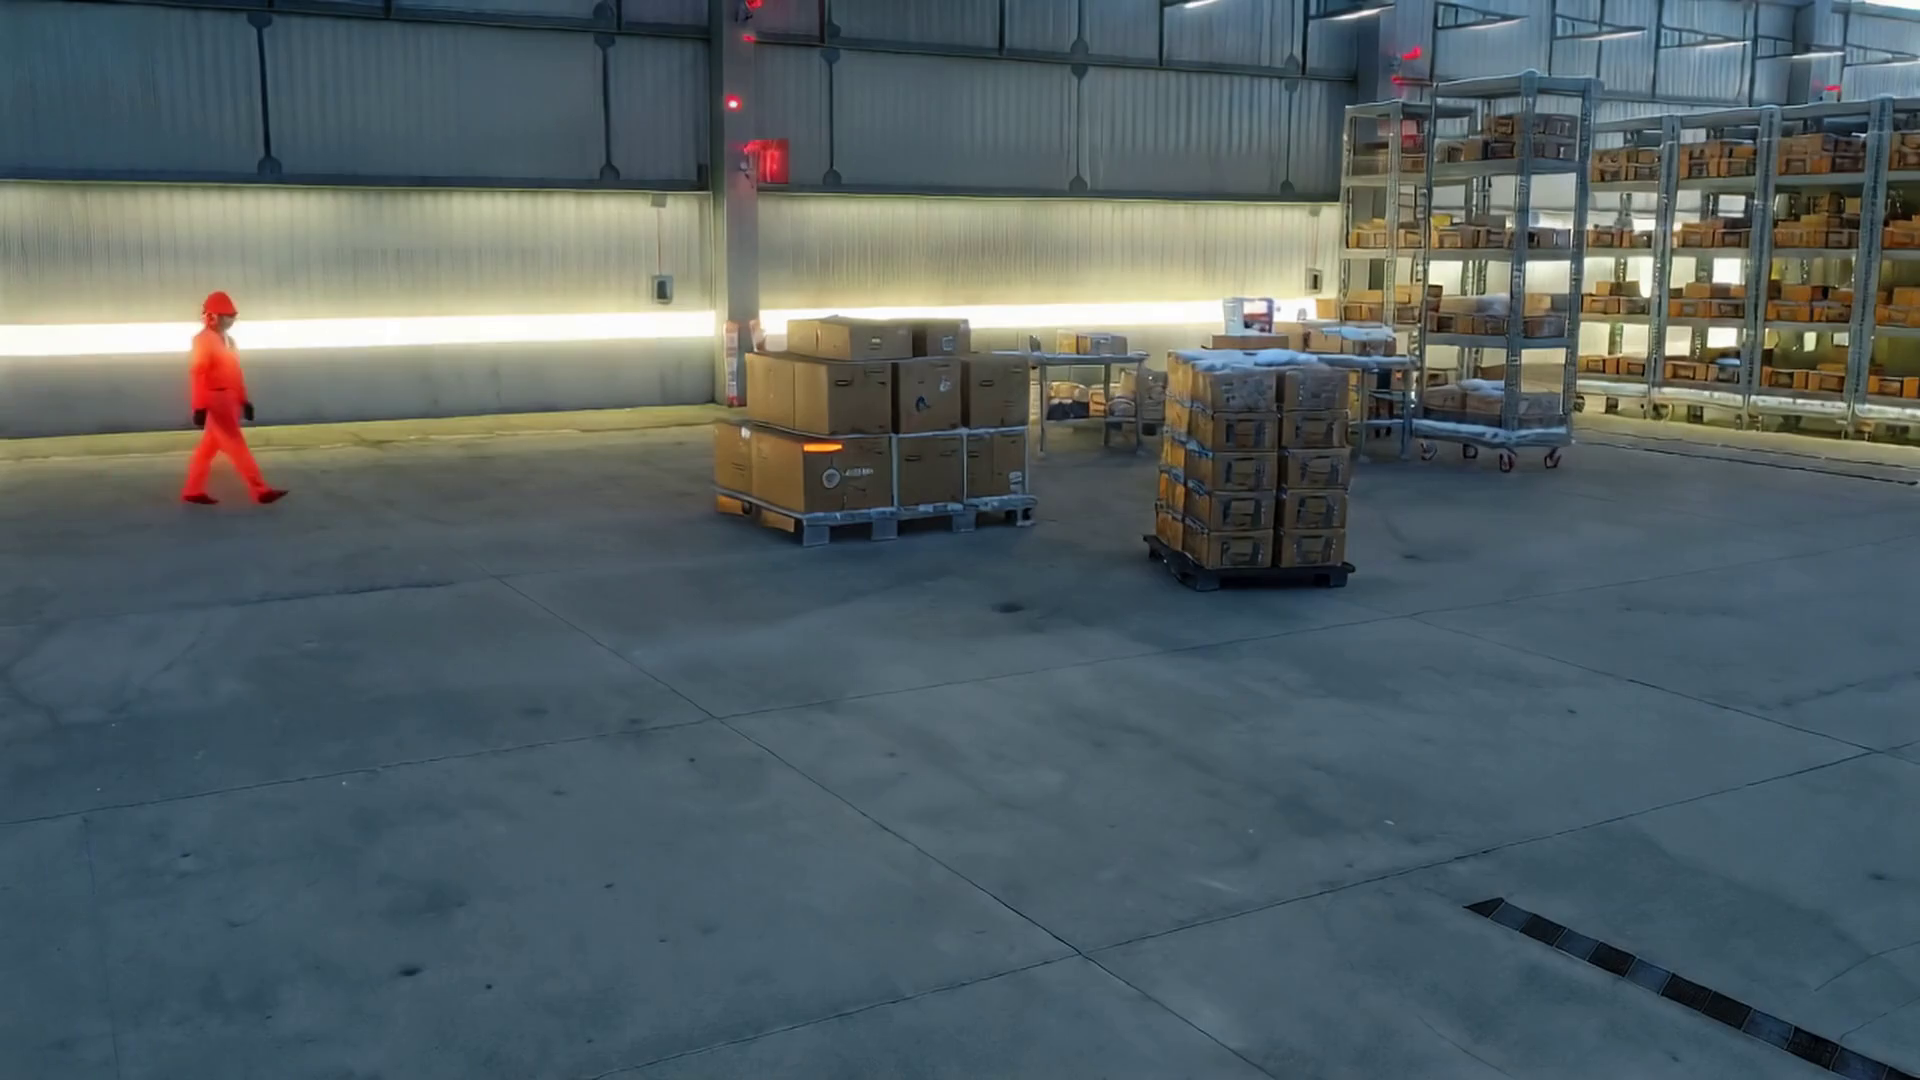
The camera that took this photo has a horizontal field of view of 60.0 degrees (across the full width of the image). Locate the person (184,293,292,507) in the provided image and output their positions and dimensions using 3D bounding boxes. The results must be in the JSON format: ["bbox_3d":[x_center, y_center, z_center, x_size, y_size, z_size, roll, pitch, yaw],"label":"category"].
[{"bbox_3d":[-5.838,-1.107,13.254,0.887,1.698,0.588,-1,10,-4],"label":"person"}]
